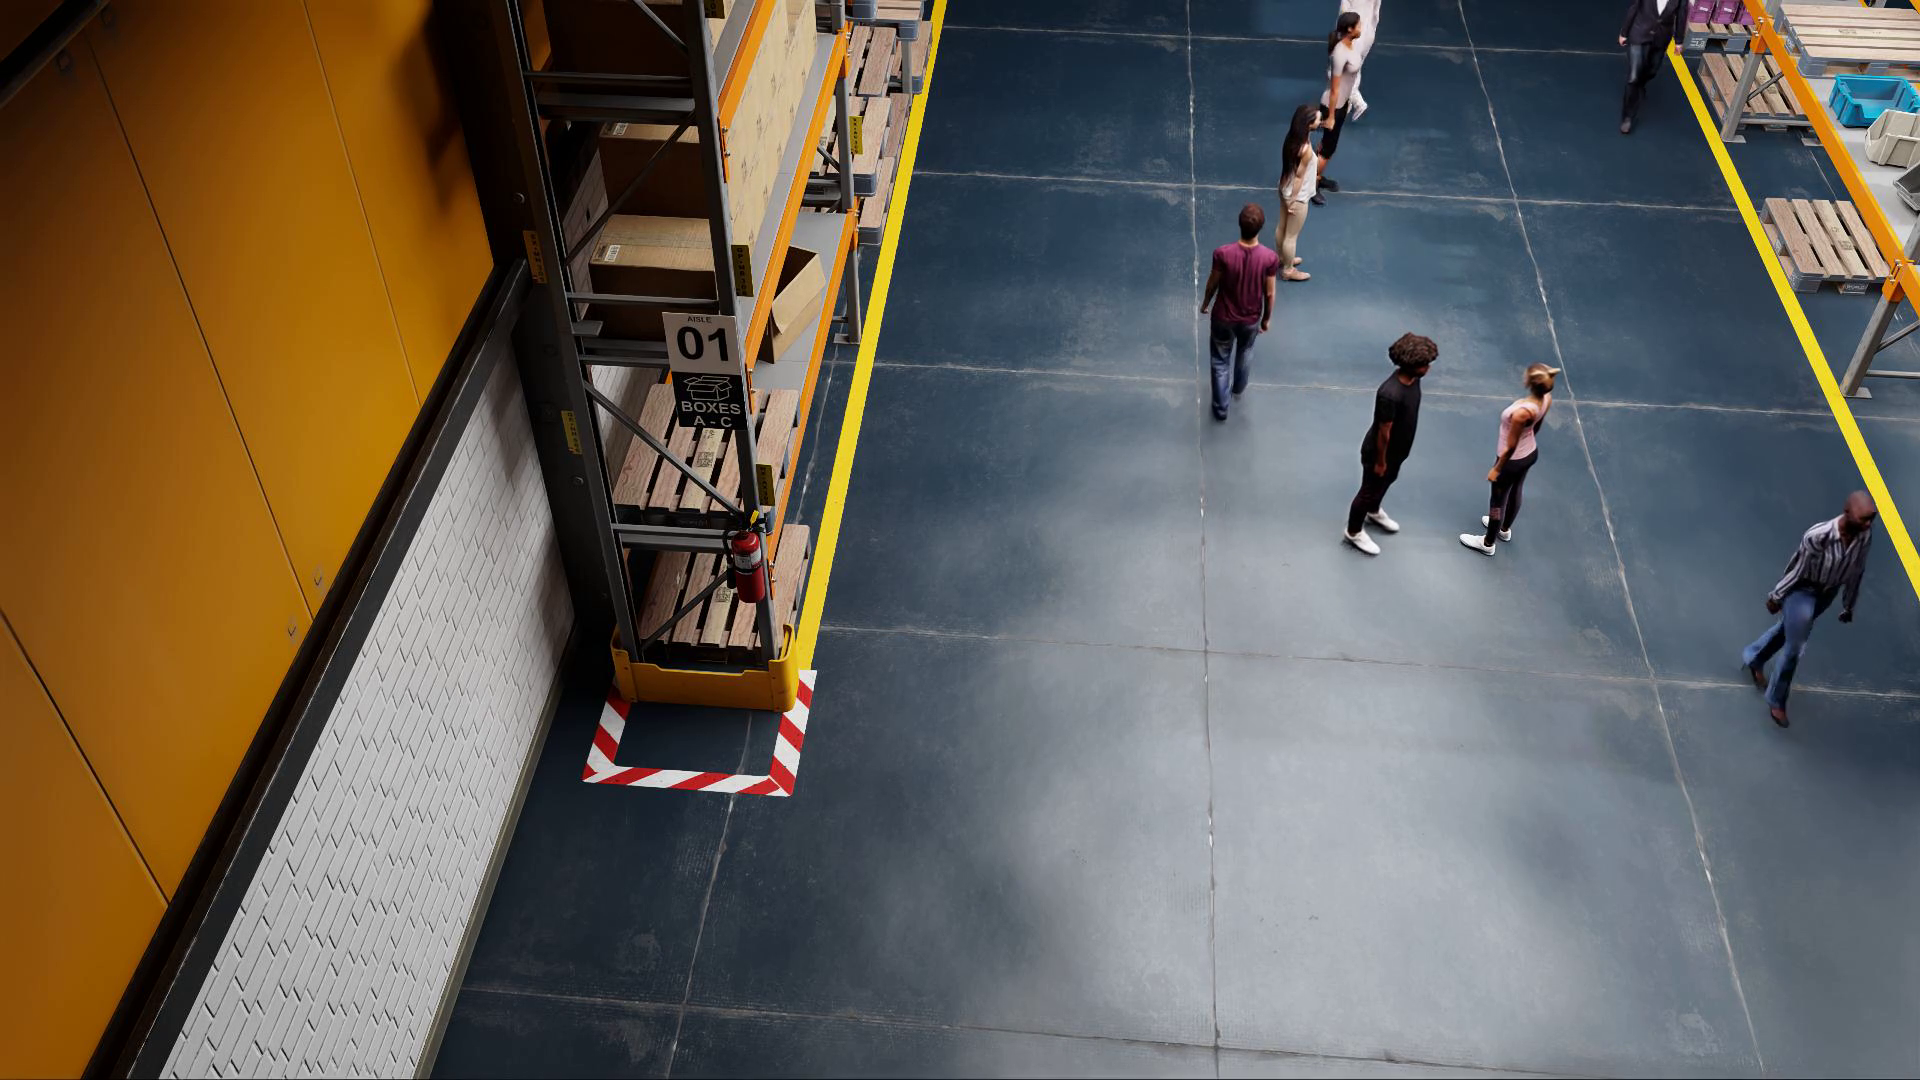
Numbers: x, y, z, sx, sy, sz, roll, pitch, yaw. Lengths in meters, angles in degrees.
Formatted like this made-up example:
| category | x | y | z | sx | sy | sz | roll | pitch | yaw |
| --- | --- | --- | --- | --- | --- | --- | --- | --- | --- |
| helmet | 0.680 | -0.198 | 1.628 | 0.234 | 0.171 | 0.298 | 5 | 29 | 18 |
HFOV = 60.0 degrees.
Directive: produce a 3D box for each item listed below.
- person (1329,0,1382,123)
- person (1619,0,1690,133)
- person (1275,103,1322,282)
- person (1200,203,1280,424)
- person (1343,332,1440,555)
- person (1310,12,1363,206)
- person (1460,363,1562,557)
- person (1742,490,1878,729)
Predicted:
| category | x | y | z | sx | sy | sz | roll | pitch | yaw |
| --- | --- | --- | --- | --- | --- | --- | --- | --- | --- |
| person | 3.847 | -4.803 | 16.037 | 0.880 | 1.668 | 0.980 | -18 | 47 | -18 |
| person | 6.688 | -4.909 | 16.067 | 0.886 | 1.780 | 1.182 | 8 | 44 | 8 |
| person | 2.827 | -2.948 | 14.100 | 0.674 | 1.653 | 0.610 | -27 | 50 | -25 |
| person | 2.106 | -1.664 | 12.624 | 0.692 | 1.831 | 0.824 | 0 | 44 | 0 |
| person | 3.002 | -0.703 | 11.653 | 0.773 | 1.778 | 0.675 | 28 | 50 | 26 |
| person | 3.378 | -3.923 | 15.065 | 0.862 | 1.735 | 0.615 | 23 | 48 | 22 |
| person | 3.889 | -0.582 | 11.613 | 0.642 | 1.657 | 0.707 | -32 | 52 | -29 |
| person | 5.341 | 0.300 | 10.604 | 0.837 | 1.774 | 0.969 | -11 | 45 | -11 |
